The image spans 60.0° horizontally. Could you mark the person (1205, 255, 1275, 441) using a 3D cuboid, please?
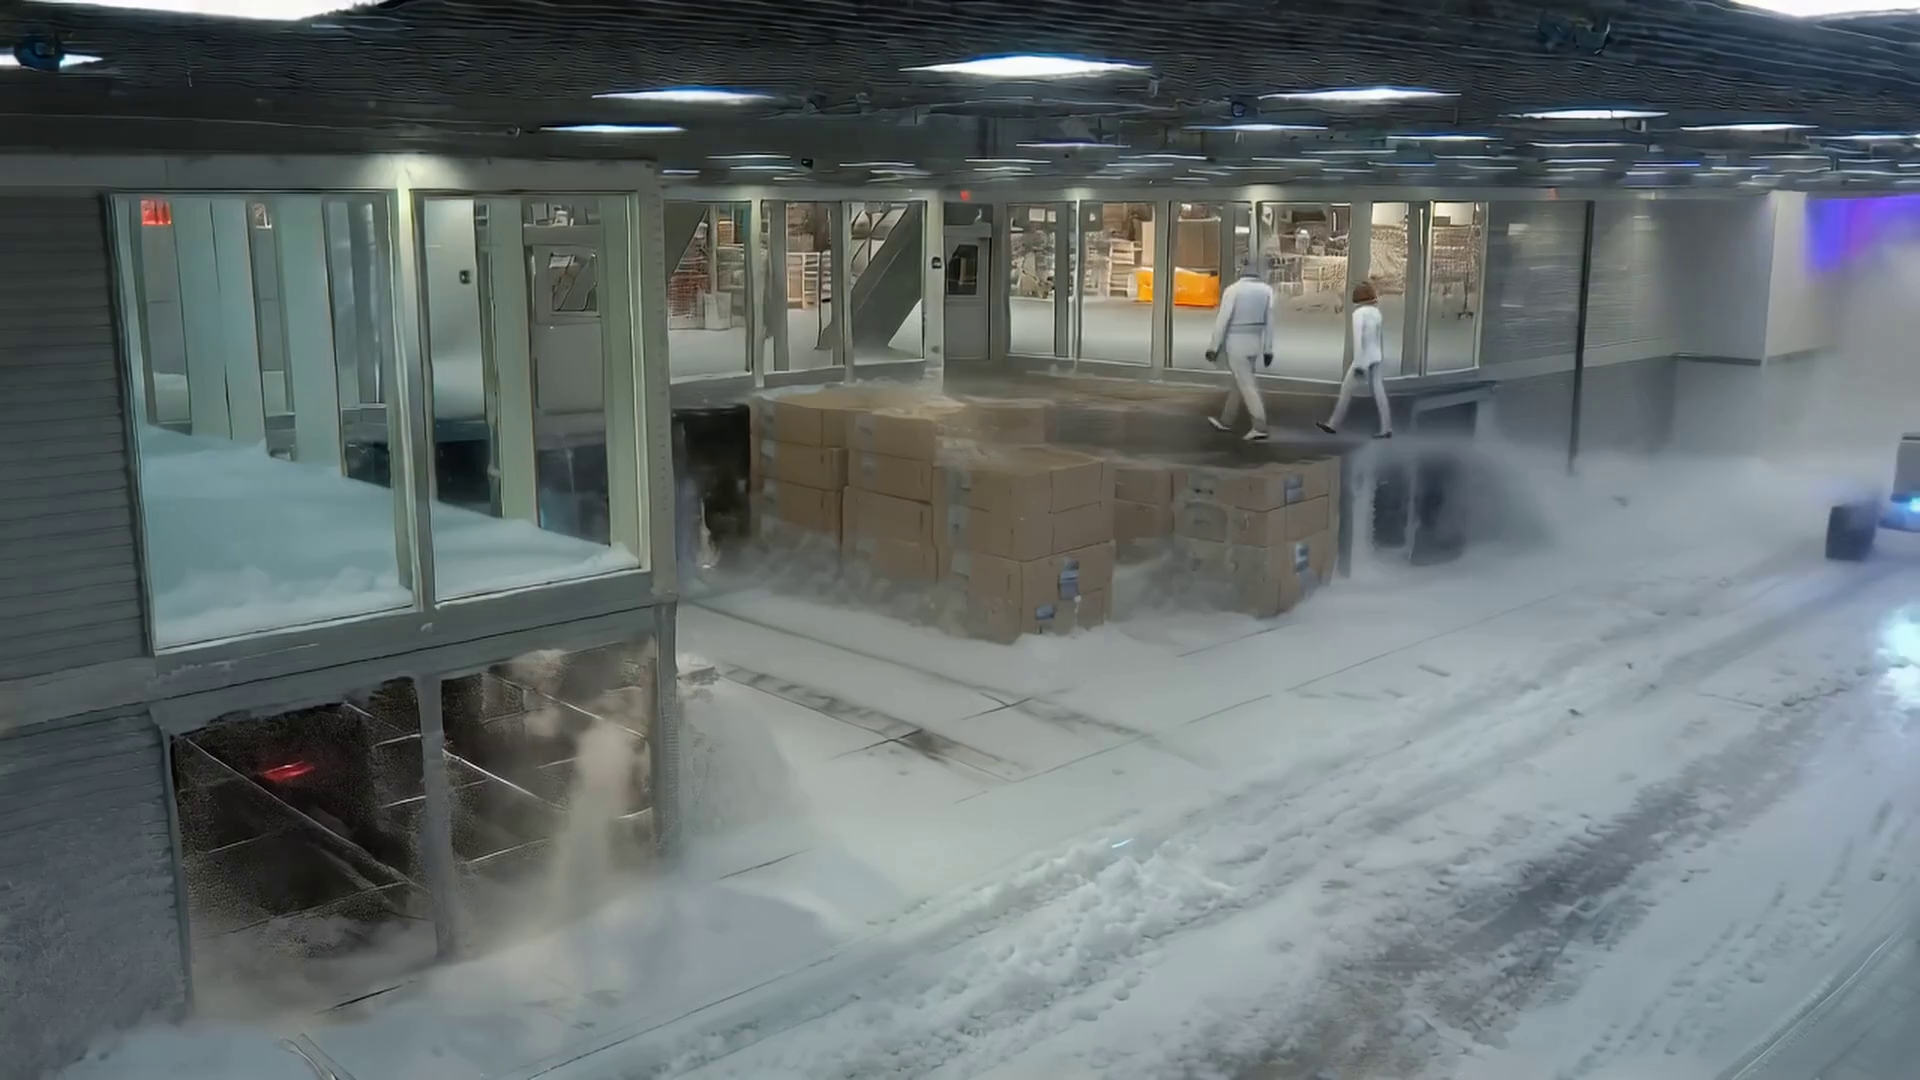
[{"bbox_3d":[2.847,-1.957,16.910,0.646,1.853,1.010,-9,14,-38],"label":"person"}]

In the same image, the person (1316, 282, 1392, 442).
[{"bbox_3d":[4.034,-1.797,16.746,0.521,1.582,0.874,-9,15,-39],"label":"person"}]
